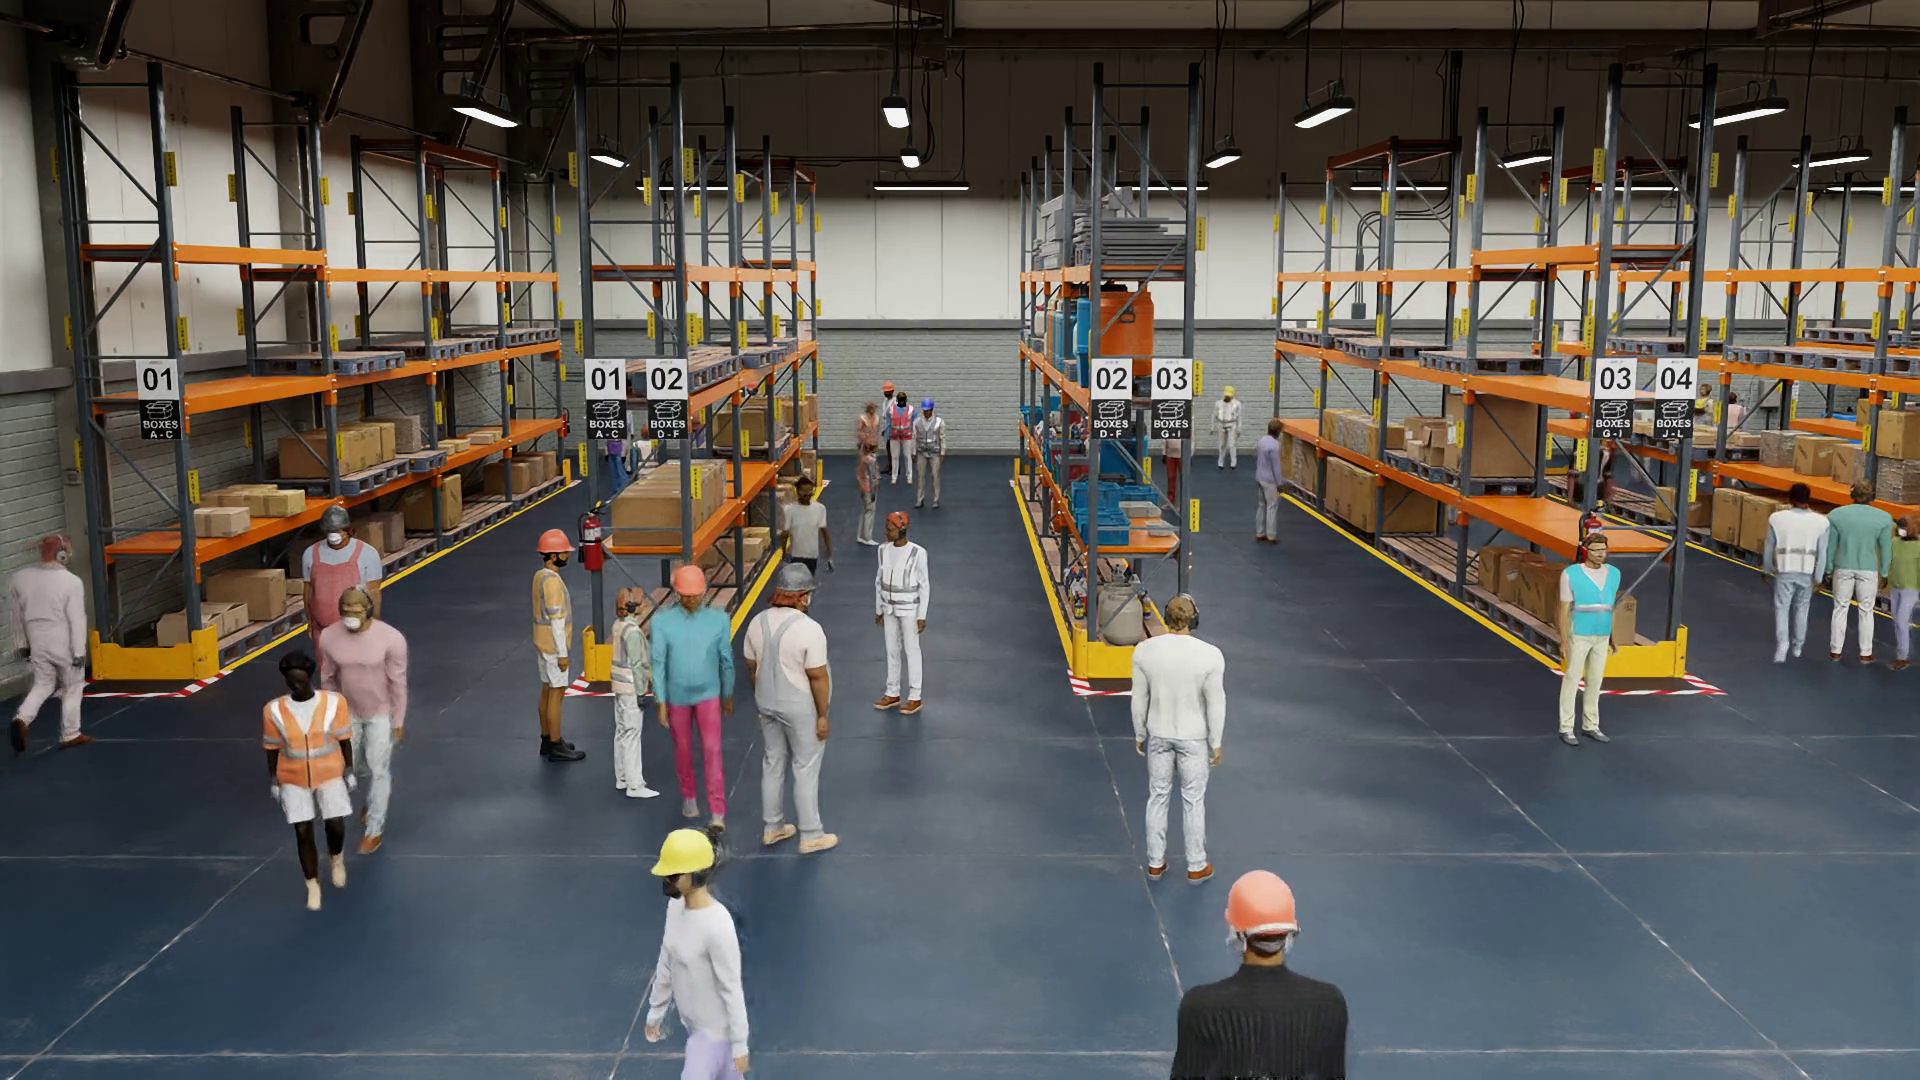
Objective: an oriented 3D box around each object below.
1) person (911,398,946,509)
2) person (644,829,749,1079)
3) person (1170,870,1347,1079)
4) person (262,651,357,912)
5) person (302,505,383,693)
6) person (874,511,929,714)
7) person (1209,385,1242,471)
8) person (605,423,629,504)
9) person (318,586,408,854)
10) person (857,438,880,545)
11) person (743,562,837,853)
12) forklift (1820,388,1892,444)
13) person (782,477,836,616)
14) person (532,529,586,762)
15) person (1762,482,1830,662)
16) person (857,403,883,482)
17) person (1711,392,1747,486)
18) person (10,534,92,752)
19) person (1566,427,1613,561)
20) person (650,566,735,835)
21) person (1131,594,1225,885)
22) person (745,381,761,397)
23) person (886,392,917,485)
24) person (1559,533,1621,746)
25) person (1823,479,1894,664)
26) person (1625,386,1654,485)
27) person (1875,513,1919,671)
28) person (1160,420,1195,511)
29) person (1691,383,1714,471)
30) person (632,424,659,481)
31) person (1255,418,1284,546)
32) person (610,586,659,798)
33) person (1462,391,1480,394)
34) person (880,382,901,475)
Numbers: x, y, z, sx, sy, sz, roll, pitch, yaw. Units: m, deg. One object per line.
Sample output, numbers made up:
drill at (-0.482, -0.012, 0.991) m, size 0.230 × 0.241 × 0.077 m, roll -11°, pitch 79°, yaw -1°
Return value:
person at (-0.554, -1.515, 29.197) m, size 0.615 × 1.943 × 0.399 m, roll 2°, pitch 9°, yaw 13°
person at (-1.111, 2.043, 7.022) m, size 0.909 × 1.716 × 0.543 m, roll -5°, pitch 10°, yaw -30°
person at (1.037, 2.118, 5.752) m, size 0.635 × 1.978 × 0.786 m, roll -1°, pitch 9°, yaw -7°
person at (-4.124, 1.512, 10.557) m, size 0.548 × 1.678 × 0.391 m, roll -3°, pitch 9°, yaw -17°
person at (-5.485, 0.684, 14.741) m, size 0.686 × 2.000 × 0.535 m, roll -1°, pitch 9°, yaw -4°
person at (-0.547, 0.662, 15.378) m, size 0.583 × 1.884 × 0.337 m, roll 7°, pitch 11°, yaw 37°
person at (5.579, -2.337, 34.889) m, size 0.676 × 1.819 × 0.426 m, roll 5°, pitch 10°, yaw 29°
person at (-6.167, -1.583, 29.720) m, size 0.584 × 1.919 × 0.391 m, roll 8°, pitch 12°, yaw 43°
person at (-4.142, 1.227, 11.669) m, size 0.646 × 1.913 × 0.614 m, roll 1°, pitch 9°, yaw 3°
person at (-1.380, -0.731, 25.171) m, size 0.313 × 1.627 × 0.521 m, roll -4°, pitch 10°, yaw -23°
person at (-1.146, 1.156, 11.710) m, size 0.688 × 2.000 × 0.536 m, roll 7°, pitch 11°, yaw 36°
forklift at (20.072, -3.110, 36.462) m, size 1.873 × 2.768 × 1.129 m, roll 0°, pitch 9°, yaw 0°
person at (-1.663, 0.214, 18.432) m, size 0.535 × 1.825 × 0.941 m, roll -4°, pitch 10°, yaw -25°
person at (-3.364, 0.872, 13.861) m, size 0.359 × 1.939 × 0.543 m, roll -5°, pitch 10°, yaw -27°
person at (8.777, 0.339, 17.470) m, size 0.596 × 1.893 × 0.790 m, roll 3°, pitch 9°, yaw 19°
person at (-1.822, -1.933, 33.057) m, size 0.565 × 1.578 × 0.899 m, roll -6°, pitch 10°, yaw -32°
person at (14.998, -1.974, 32.480) m, size 0.636 × 1.842 × 0.429 m, roll 3°, pitch 9°, yaw 16°
person at (-7.649, 0.884, 13.999) m, size 0.669 × 1.873 × 0.685 m, roll 1°, pitch 9°, yaw 7°
person at (8.806, -0.621, 23.314) m, size 0.625 × 1.989 × 1.080 m, roll 1°, pitch 9°, yaw 9°
person at (-1.934, 1.150, 12.060) m, size 0.622 × 1.936 × 1.030 m, roll -2°, pitch 9°, yaw -10°
person at (1.441, 1.313, 11.024) m, size 0.629 × 1.939 × 0.371 m, roll 4°, pitch 10°, yaw 23°
person at (-4.255, -2.284, 33.991) m, size 0.402 × 1.990 × 0.622 m, roll -2°, pitch 9°, yaw -11°
person at (-1.146, -1.996, 32.662) m, size 0.625 × 1.836 × 0.428 m, roll 1°, pitch 9°, yaw 4°
person at (5.414, 0.843, 14.355) m, size 0.575 × 1.840 × 0.375 m, roll -3°, pitch 9°, yaw -17°
person at (9.359, 0.327, 17.369) m, size 0.635 × 1.937 × 0.353 m, roll 6°, pitch 10°, yaw 32°
person at (13.315, -2.033, 32.534) m, size 0.620 × 1.945 × 0.403 m, roll -3°, pitch 9°, yaw -17°
person at (9.634, 0.527, 17.100) m, size 0.558 × 1.615 × 0.518 m, roll -3°, pitch 9°, yaw -18°
person at (3.764, -1.488, 28.862) m, size 0.621 × 1.992 × 0.397 m, roll 7°, pitch 11°, yaw 39°
person at (15.673, -2.379, 35.076) m, size 0.346 × 1.847 × 0.507 m, roll 0°, pitch 9°, yaw -3°
person at (-5.129, -1.082, 27.385) m, size 0.514 × 1.642 × 0.310 m, roll -1°, pitch 9°, yaw -9°
person at (4.691, -0.878, 25.195) m, size 0.437 × 1.930 × 0.674 m, roll -1°, pitch 9°, yaw -4°
person at (-2.545, 1.173, 12.881) m, size 0.312 × 1.642 × 0.512 m, roll -4°, pitch 10°, yaw -26°
person at (11.559, -2.775, 37.610) m, size 0.876 × 1.863 × 0.579 m, roll -3°, pitch 9°, yaw -18°
person at (-1.454, -2.303, 34.336) m, size 0.391 × 1.927 × 0.545 m, roll -6°, pitch 11°, yaw -34°
